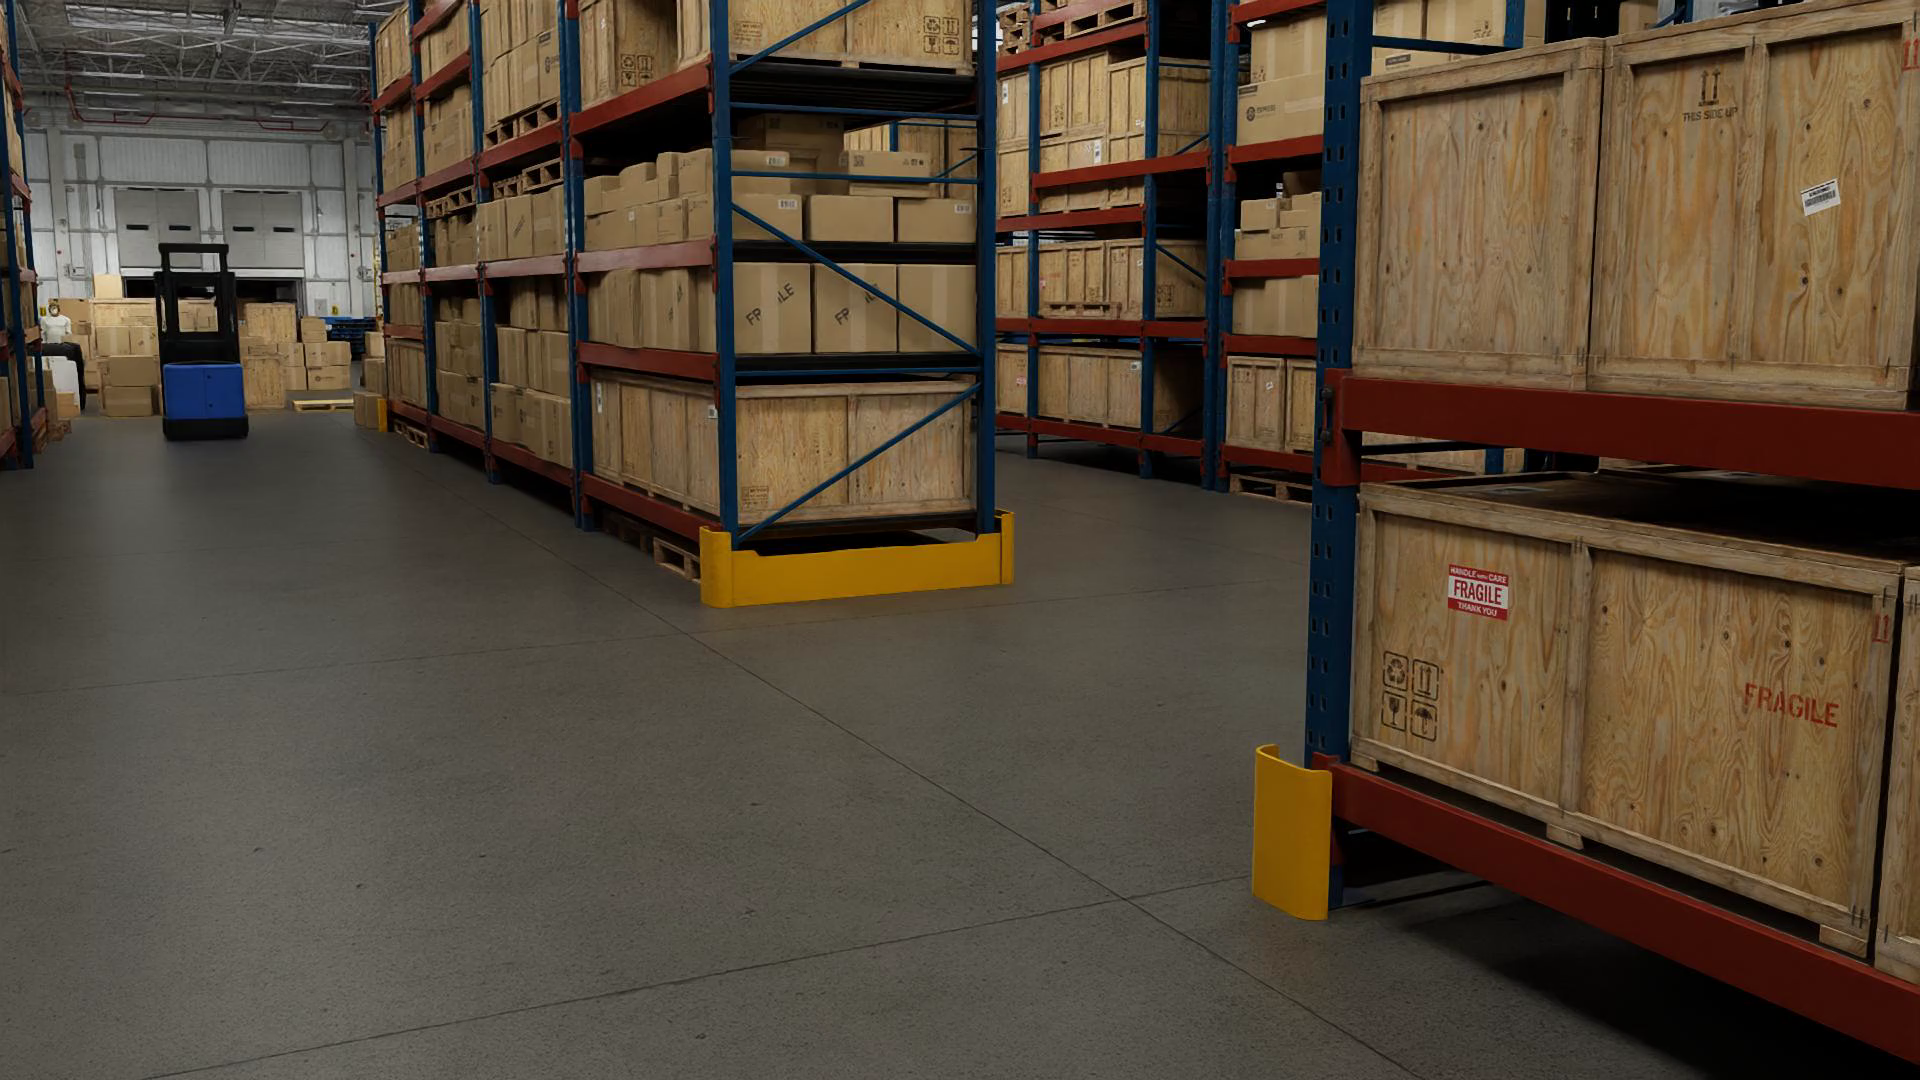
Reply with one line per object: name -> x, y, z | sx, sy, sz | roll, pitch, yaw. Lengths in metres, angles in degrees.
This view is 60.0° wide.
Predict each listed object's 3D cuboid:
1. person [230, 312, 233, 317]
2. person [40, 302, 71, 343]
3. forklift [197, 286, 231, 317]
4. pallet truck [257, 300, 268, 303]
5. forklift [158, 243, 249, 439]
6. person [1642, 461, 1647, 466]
person -> -25.110, -7.191, 56.934 | 0.587, 1.930, 0.356 | 2, 8, 13
person -> -20.510, -4.415, 37.765 | 0.627, 1.940, 0.372 | -4, 9, -26
forklift -> -22.729, -6.771, 50.781 | 1.873, 2.768, 1.129 | 6, 10, 37
pallet truck -> -23.913, -7.404, 58.171 | 1.885, 1.965, 0.823 | -1, 8, -9
forklift -> -11.113, -2.932, 24.306 | 1.129, 2.768, 1.873 | -4, 9, -26
person -> 8.059, -1.804, 19.896 | 0.640, 1.902, 0.407 | 0, 8, -3
